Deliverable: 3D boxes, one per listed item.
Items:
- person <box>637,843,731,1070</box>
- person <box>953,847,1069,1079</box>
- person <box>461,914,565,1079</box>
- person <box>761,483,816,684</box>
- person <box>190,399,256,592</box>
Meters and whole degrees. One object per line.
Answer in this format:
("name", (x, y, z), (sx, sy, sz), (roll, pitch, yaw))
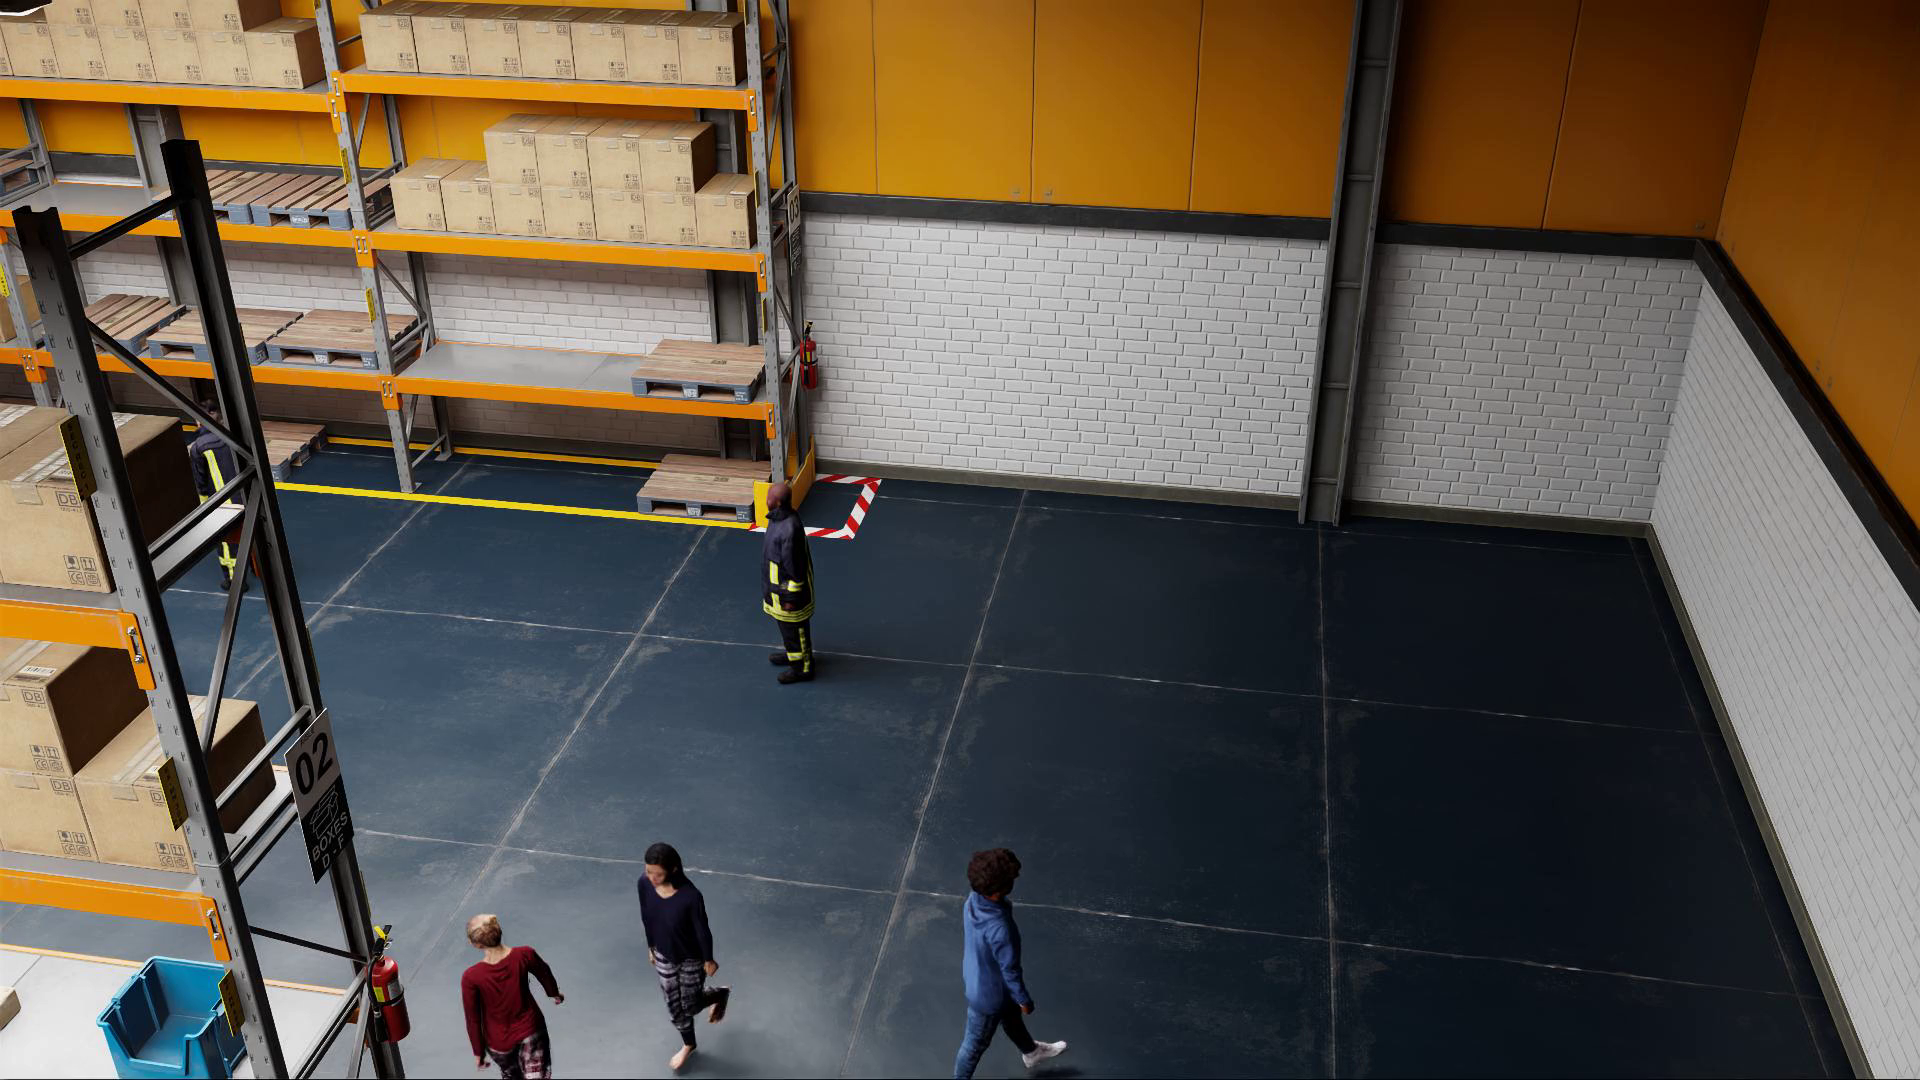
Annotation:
("person", (-1.657, 2.422, 10.113), (0.825, 1.706, 0.805), (14, 32, 24))
("person", (0.105, 2.593, 9.722), (1.145, 1.779, 0.945), (-7, 29, -12))
("person", (-2.507, 2.831, 9.408), (1.150, 1.663, 1.151), (-11, 30, -19))
("person", (-1.423, 0.324, 13.839), (0.831, 1.821, 0.848), (-7, 29, -12))
("person", (-6.675, -0.422, 15.165), (0.817, 1.860, 0.836), (15, 32, 26))
